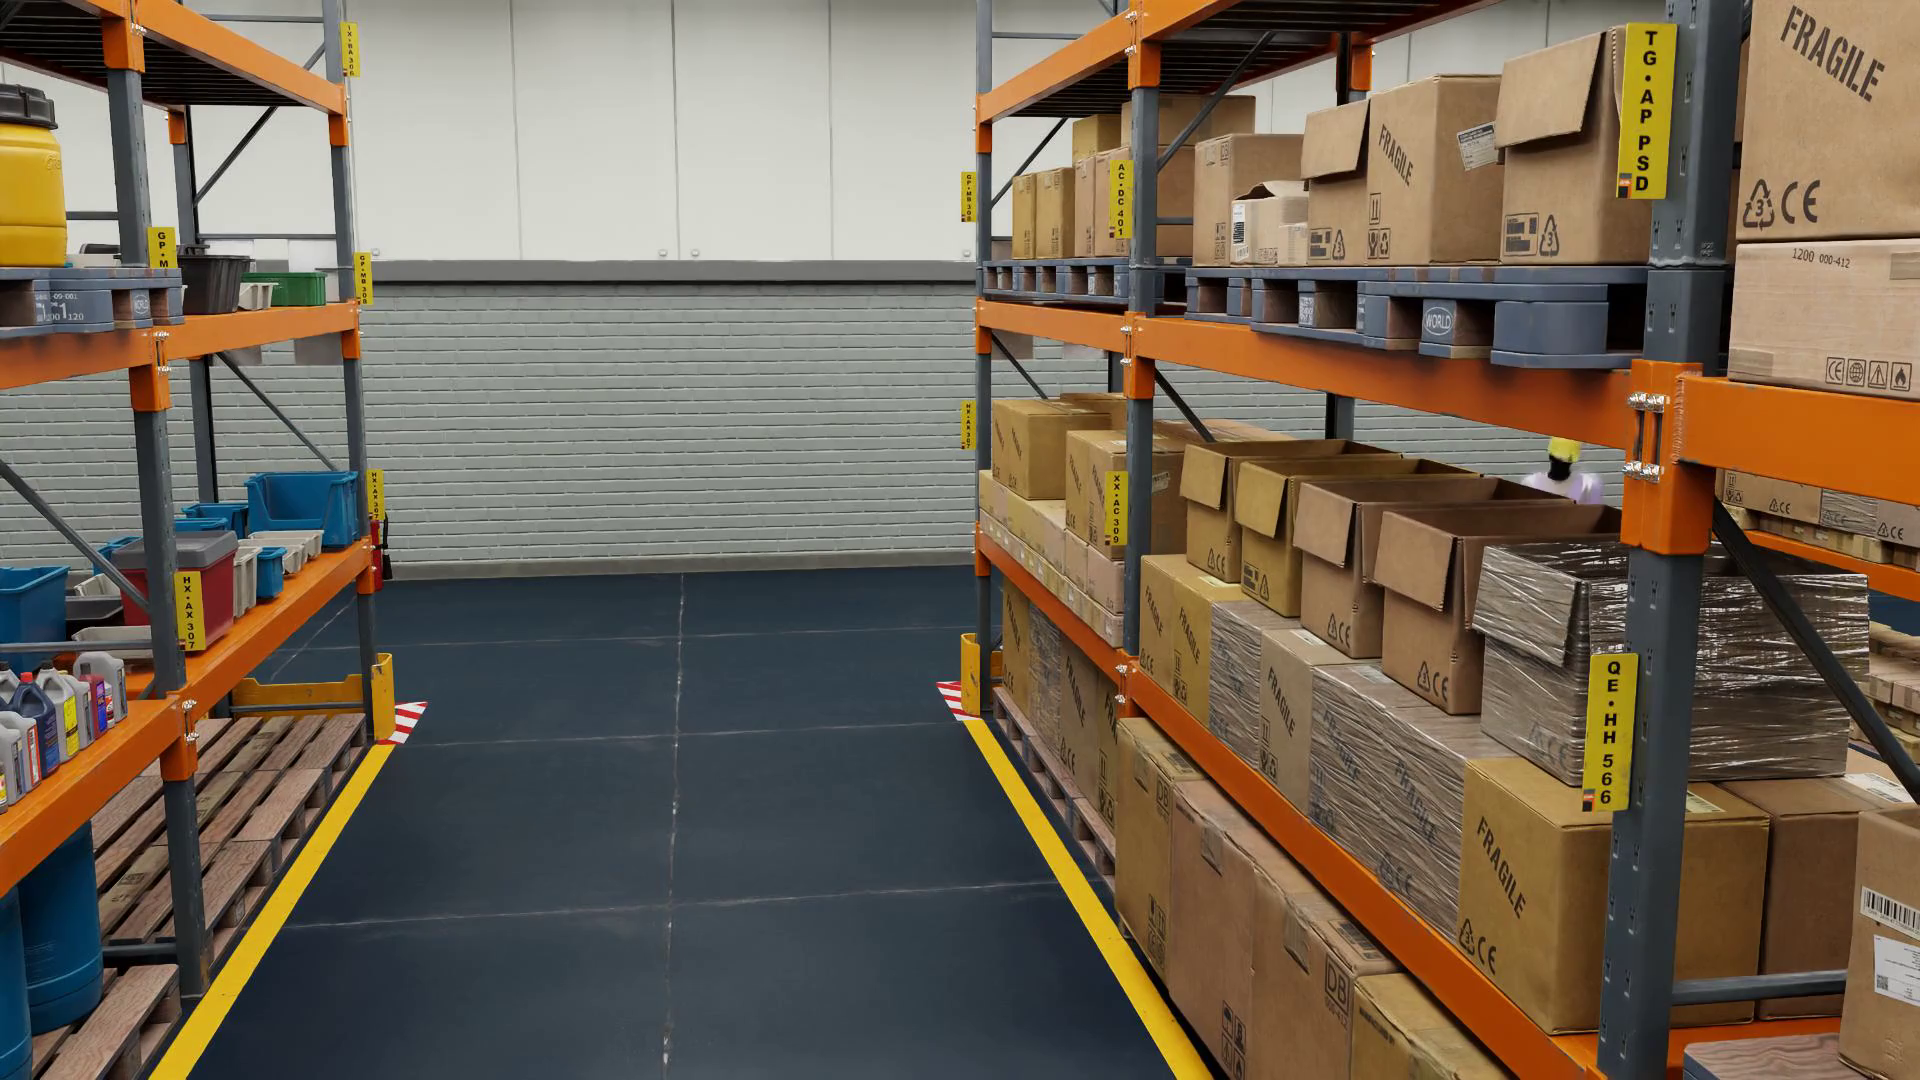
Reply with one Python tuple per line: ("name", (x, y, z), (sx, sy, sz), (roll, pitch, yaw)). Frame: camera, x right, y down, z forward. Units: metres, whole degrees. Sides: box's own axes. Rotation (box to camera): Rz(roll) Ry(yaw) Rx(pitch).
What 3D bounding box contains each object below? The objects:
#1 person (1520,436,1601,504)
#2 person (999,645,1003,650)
("person", (4.375, 0.140, 12.211), (0.578, 1.858, 0.989), (3, 10, 18))
("person", (0.508, 0.107, 13.070), (0.309, 1.641, 0.511), (-3, 10, -15))
